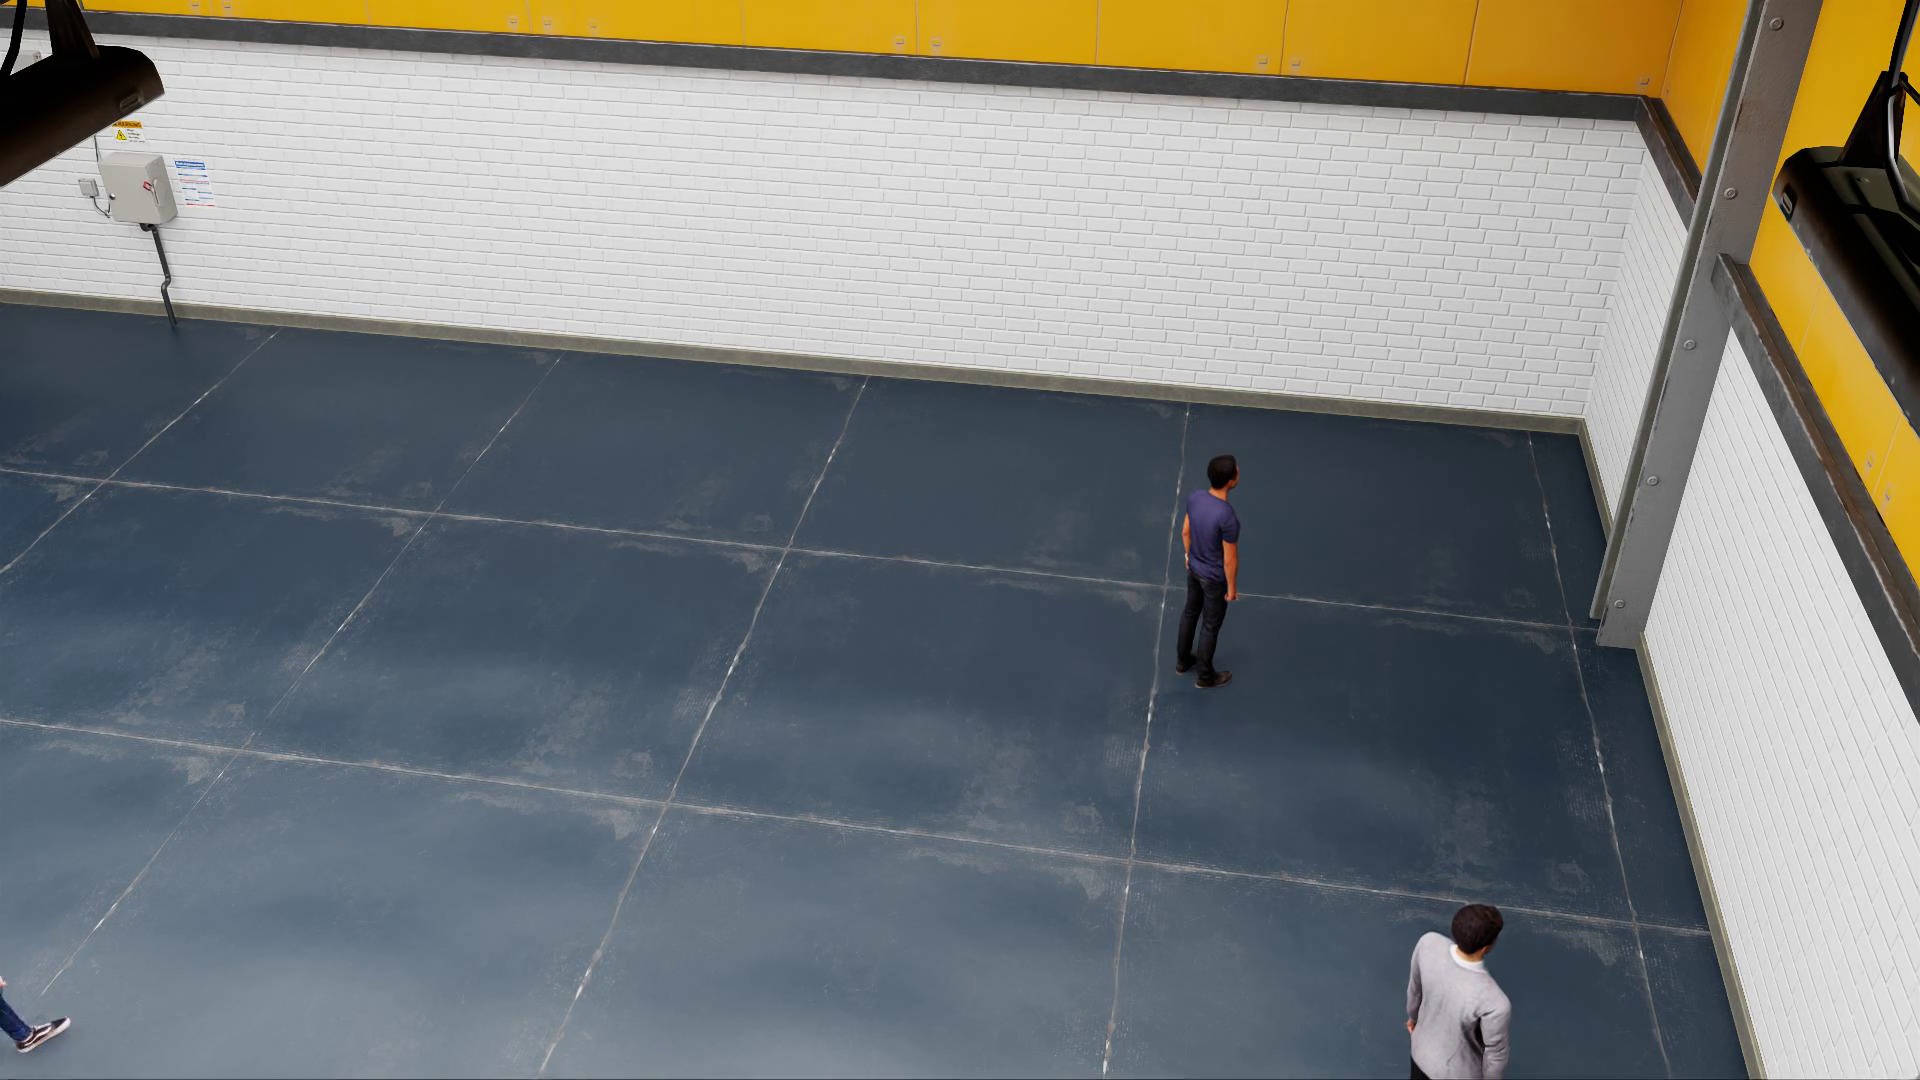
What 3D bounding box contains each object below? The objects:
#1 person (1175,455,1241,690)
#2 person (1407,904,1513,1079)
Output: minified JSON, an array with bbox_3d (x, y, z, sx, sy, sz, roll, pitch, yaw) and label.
[{"bbox_3d":[1.695,0.213,11.384,0.768,1.789,0.705,-21,39,-28],"label":"person"},{"bbox_3d":[2.319,2.445,7.904,0.894,1.923,0.816,-18,38,-25],"label":"person"}]
